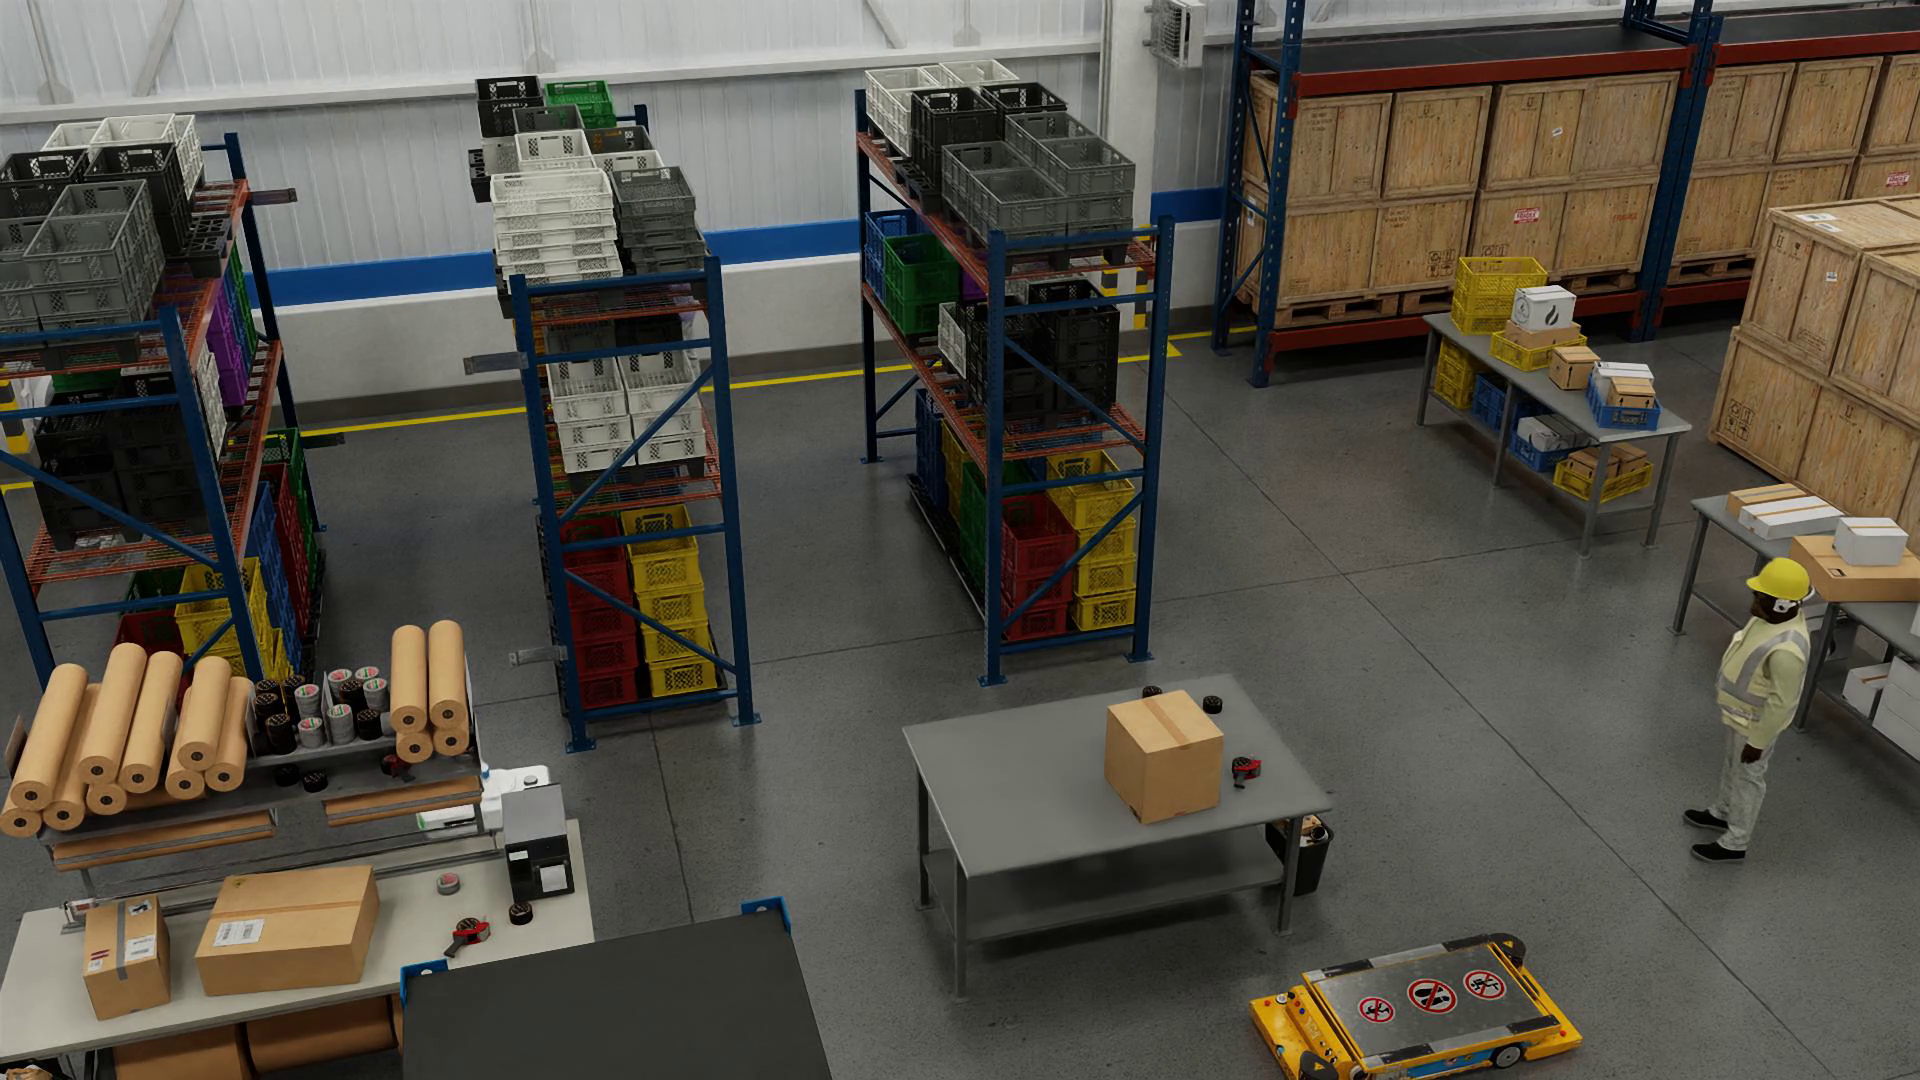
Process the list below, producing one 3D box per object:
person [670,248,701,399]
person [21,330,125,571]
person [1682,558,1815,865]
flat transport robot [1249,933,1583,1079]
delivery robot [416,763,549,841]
[{"bbox_3d":[-2.360,-1.816,13.719,0.374,1.939,0.629,2,29,4],"label":"person"},{"bbox_3d":[-6.276,-0.653,11.661,0.573,1.883,0.355,18,34,30],"label":"person"},{"bbox_3d":[4.219,0.911,8.864,0.404,1.833,0.591,8,30,15],"label":"person"},{"bbox_3d":[2.184,2.282,7.980,1.431,0.197,0.652,-8,30,-14],"label":"flat transport robot"},{"bbox_3d":[-2.608,1.446,9.115,0.707,0.478,0.477,-8,30,-14],"label":"delivery robot"}]
